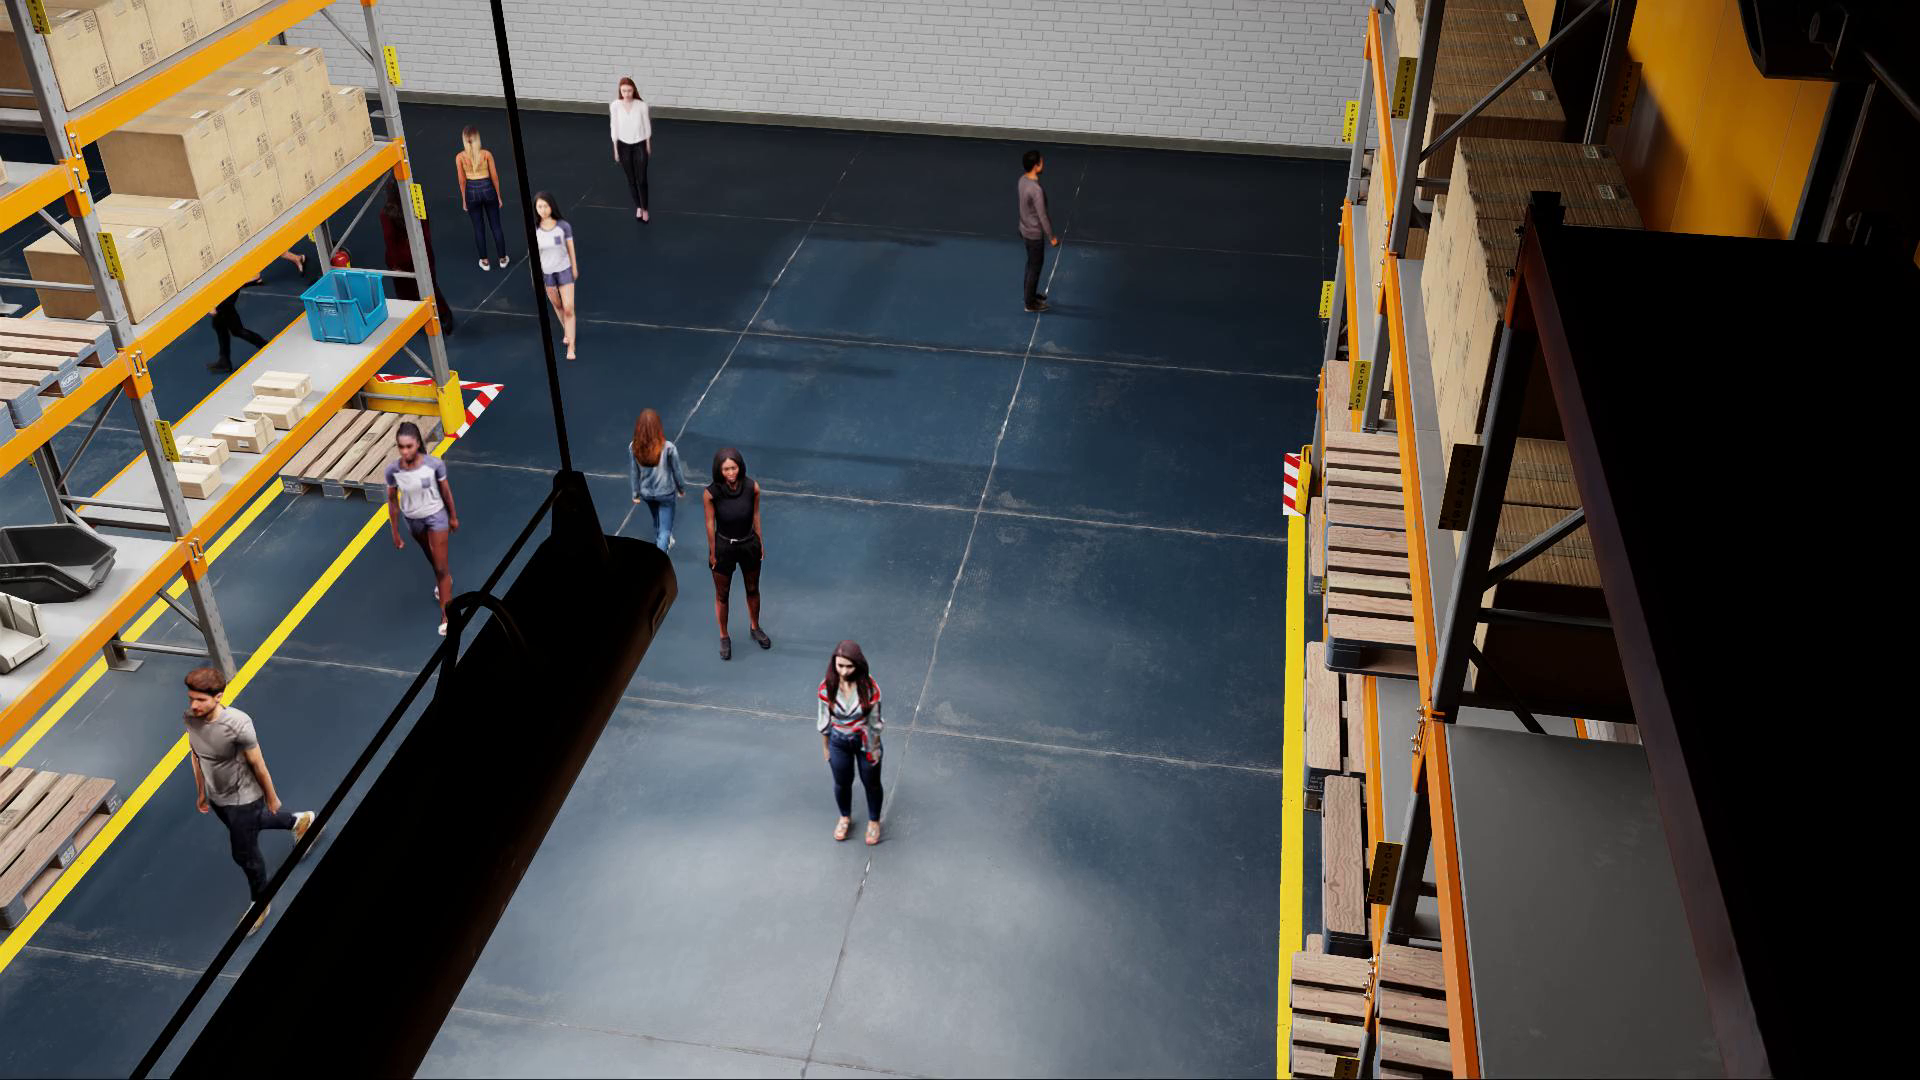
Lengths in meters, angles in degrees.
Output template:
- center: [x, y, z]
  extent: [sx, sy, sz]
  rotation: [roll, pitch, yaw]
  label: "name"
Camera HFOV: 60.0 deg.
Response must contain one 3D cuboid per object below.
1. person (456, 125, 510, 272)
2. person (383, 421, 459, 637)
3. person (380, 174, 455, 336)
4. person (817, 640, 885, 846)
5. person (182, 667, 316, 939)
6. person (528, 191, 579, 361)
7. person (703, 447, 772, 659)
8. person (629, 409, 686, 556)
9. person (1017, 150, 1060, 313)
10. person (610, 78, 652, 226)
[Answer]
- center: [-5.299, -3.790, 18.411]
  extent: [0.649, 1.627, 0.649]
  rotation: [-10, 35, -15]
  label: "person"
- center: [-4.136, -0.176, 12.932]
  extent: [0.855, 1.672, 1.239]
  rotation: [-4, 34, -6]
  label: "person"
- center: [-5.525, -2.837, 16.882]
  extent: [1.077, 1.733, 1.071]
  rotation: [-29, 43, -36]
  label: "person"
- center: [-0.682, 1.296, 10.774]
  extent: [0.599, 1.611, 0.541]
  rotation: [2, 34, 3]
  label: "person"
- center: [-4.405, 1.496, 10.236]
  extent: [0.794, 1.872, 1.176]
  rotation: [13, 36, 18]
  label: "person"
- center: [-4.066, -2.733, 16.776]
  extent: [0.756, 1.677, 0.987]
  rotation: [-3, 34, -4]
  label: "person"
- center: [-1.685, 0.078, 12.489]
  extent: [0.678, 1.741, 0.702]
  rotation: [-14, 36, -20]
  label: "person"
- center: [-2.452, -0.344, 13.385]
  extent: [0.579, 1.452, 0.955]
  rotation: [5, 34, 7]
  label: "person"
- center: [0.726, -3.221, 17.432]
  extent: [0.824, 1.763, 0.691]
  rotation: [16, 37, 22]
  label: "person"
- center: [-3.834, -4.593, 19.515]
  extent: [0.675, 1.742, 0.723]
  rotation: [-1, 34, -2]
  label: "person"
